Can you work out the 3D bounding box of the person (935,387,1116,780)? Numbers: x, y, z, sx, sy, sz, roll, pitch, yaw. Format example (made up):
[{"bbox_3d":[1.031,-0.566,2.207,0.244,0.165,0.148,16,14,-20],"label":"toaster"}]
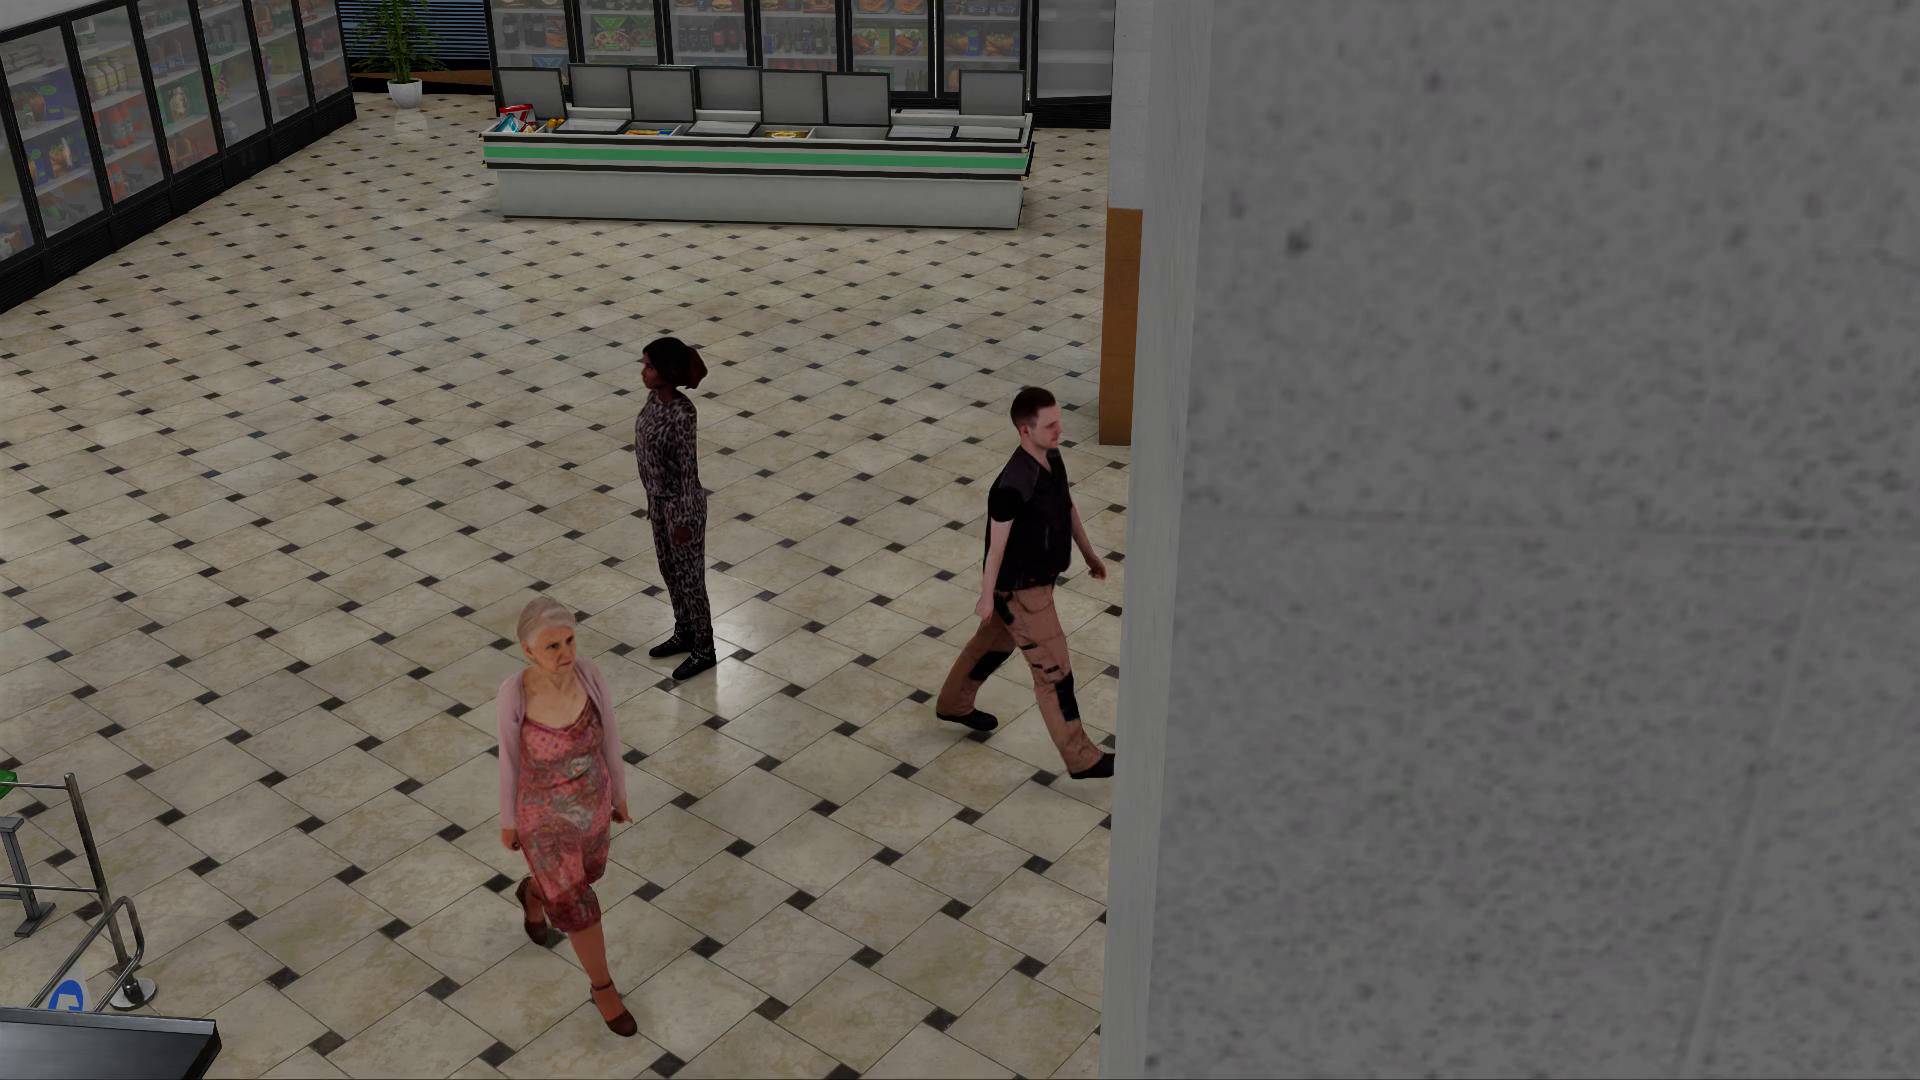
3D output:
[{"bbox_3d":[0.187,0.171,7.252,1.287,1.784,0.893,9,28,17],"label":"person"}]

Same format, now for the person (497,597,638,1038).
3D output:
[{"bbox_3d":[-1.461,0.920,5.925,1.037,1.647,1.128,-23,35,-37],"label":"person"}]

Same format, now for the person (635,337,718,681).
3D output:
[{"bbox_3d":[-1.356,-0.155,7.970,0.729,1.714,0.681,-17,31,-30],"label":"person"}]
